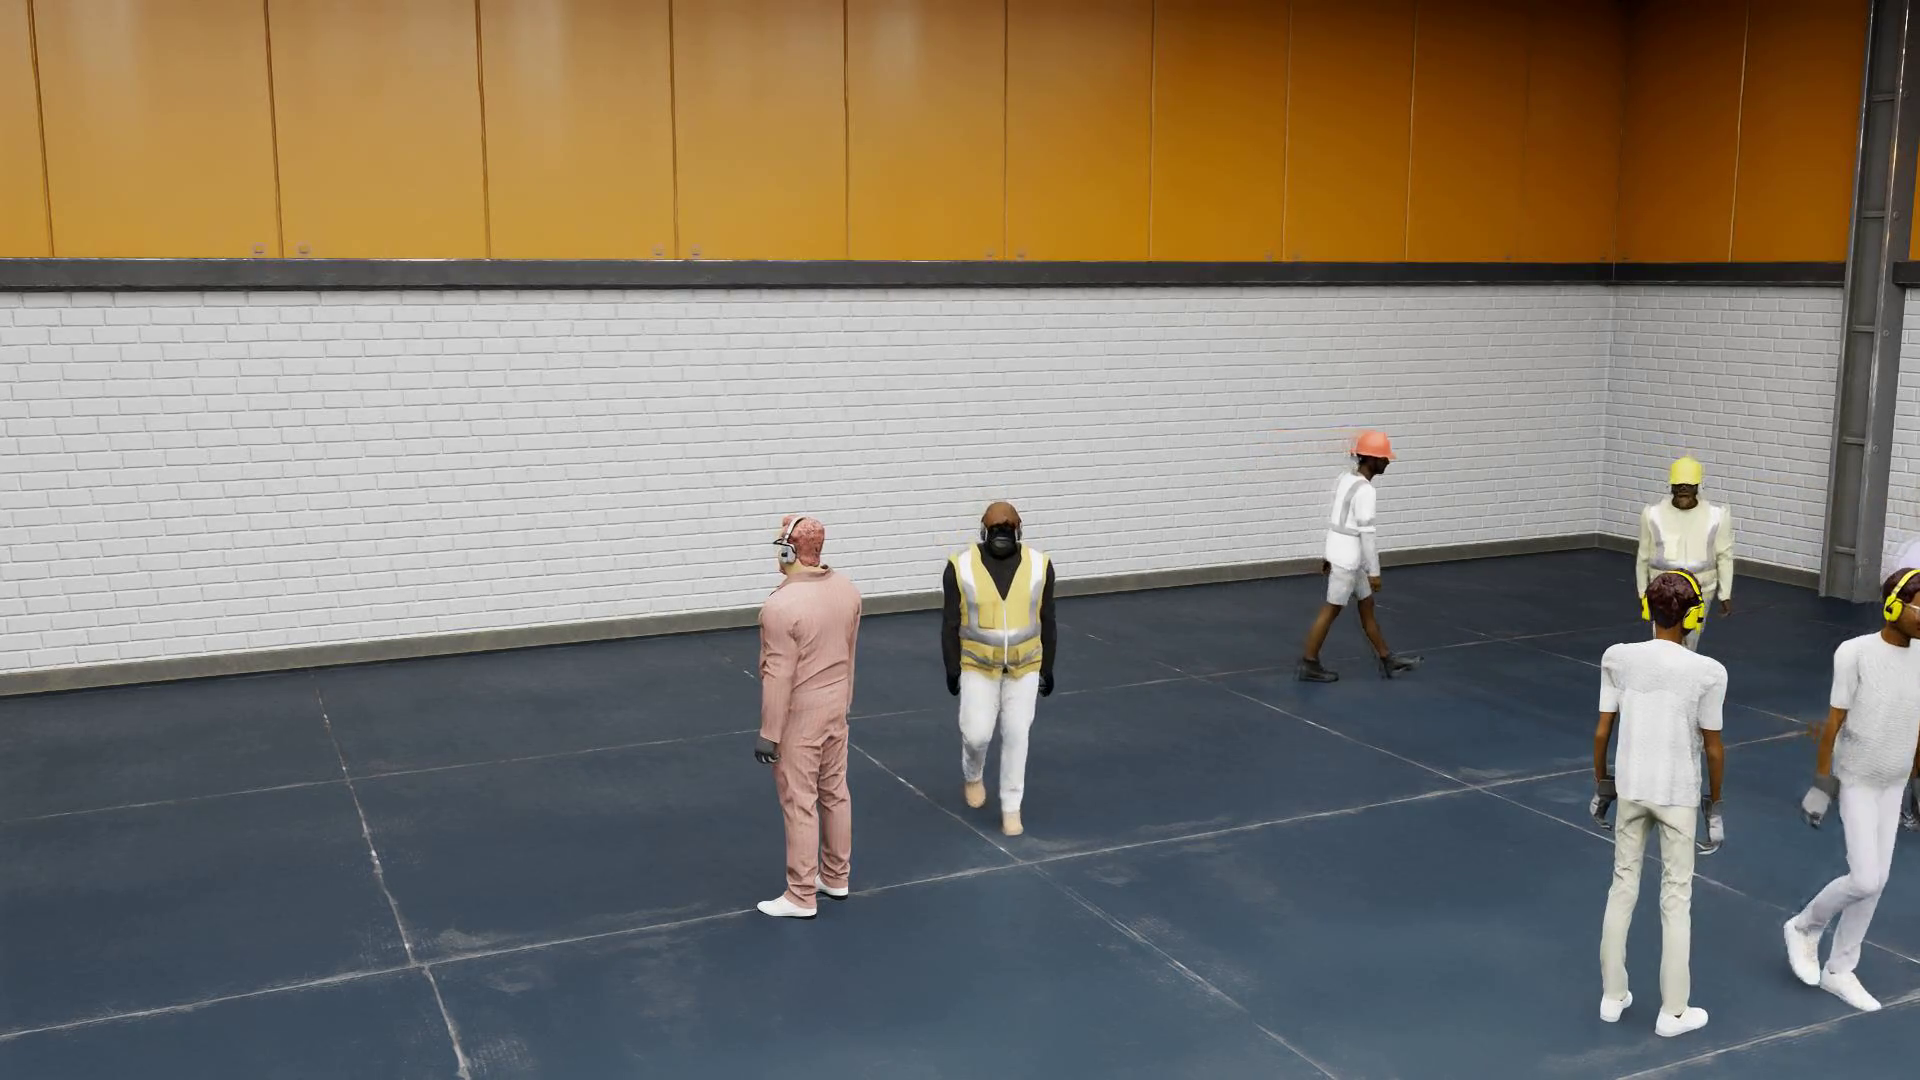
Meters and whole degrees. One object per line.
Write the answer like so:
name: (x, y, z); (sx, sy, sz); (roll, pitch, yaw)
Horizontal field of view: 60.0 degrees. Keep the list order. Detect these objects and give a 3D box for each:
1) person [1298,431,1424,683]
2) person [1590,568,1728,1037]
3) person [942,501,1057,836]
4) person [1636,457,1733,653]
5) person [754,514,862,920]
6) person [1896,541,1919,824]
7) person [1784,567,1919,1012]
person: (2.969, 0.140, 12.188); (0.992, 1.878, 0.566); (0, 9, 3)
person: (2.791, 1.038, 6.658); (0.523, 1.870, 0.317); (8, 12, 42)
person: (0.214, 0.679, 9.052); (0.624, 1.828, 0.506); (-1, 9, -6)
person: (4.950, 0.316, 11.393); (0.593, 1.790, 0.924); (3, 10, 18)
person: (-0.744, 0.827, 7.852); (0.407, 1.910, 0.638); (6, 11, 31)
person: (5.276, 0.669, 8.872); (0.652, 1.883, 1.003); (-8, 12, -40)
person: (3.762, 1.016, 6.853); (0.551, 1.845, 0.415); (-3, 10, -16)
